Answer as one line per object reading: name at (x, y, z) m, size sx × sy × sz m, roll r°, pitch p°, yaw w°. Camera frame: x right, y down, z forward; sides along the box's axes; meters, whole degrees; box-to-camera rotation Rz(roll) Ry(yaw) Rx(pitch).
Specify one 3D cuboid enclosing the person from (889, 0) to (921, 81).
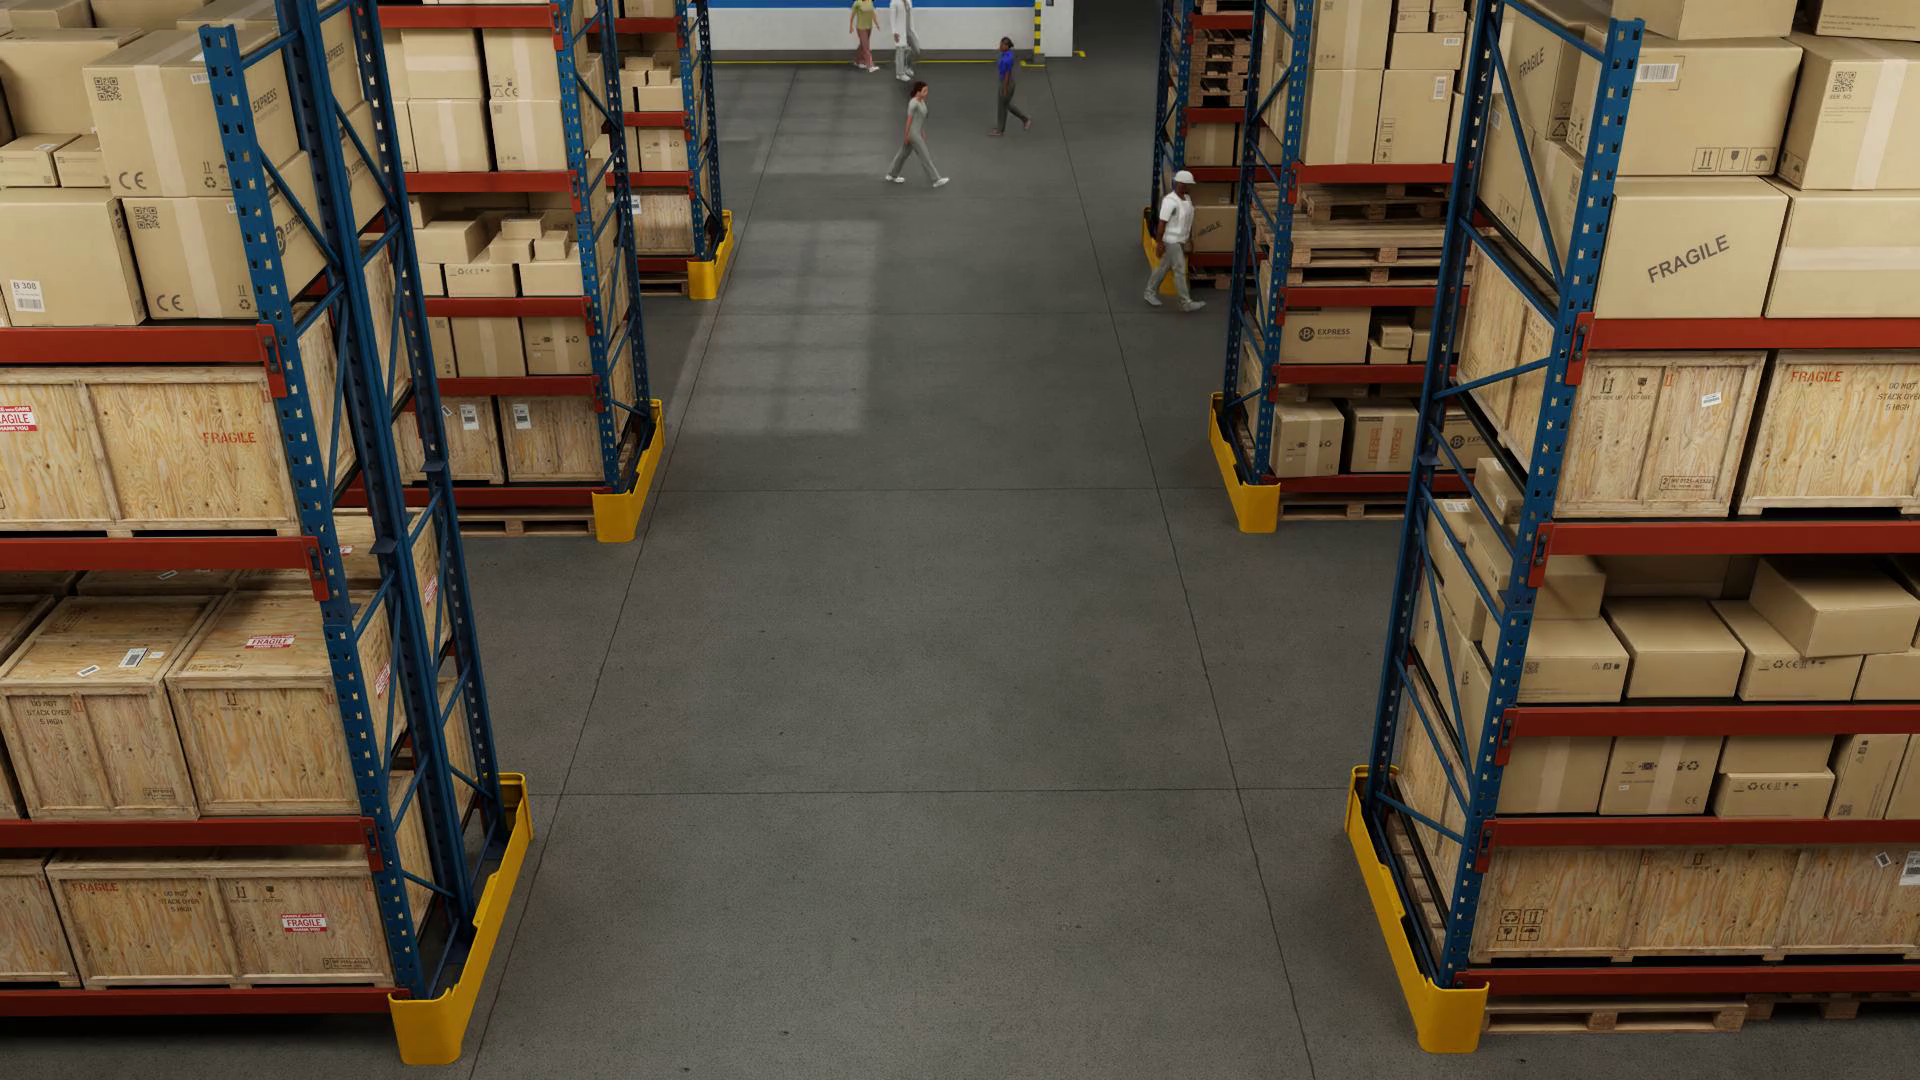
person at (-1.062, -9.764, 32.008) m, size 0.629 × 1.781 × 0.496 m, roll -24°, pitch 37°, yaw -37°

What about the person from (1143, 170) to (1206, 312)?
person at (2.777, -3.770, 20.915) m, size 0.906 × 1.734 × 0.609 m, roll 15°, pitch 32°, yaw 26°

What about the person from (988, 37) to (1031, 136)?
person at (0.845, -7.759, 28.429) m, size 0.717 × 1.655 × 0.476 m, roll 5°, pitch 29°, yaw 10°

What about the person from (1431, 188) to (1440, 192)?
person at (6.039, -3.869, 21.212) m, size 0.984 × 1.635 × 0.500 m, roll -3°, pitch 28°, yaw -5°

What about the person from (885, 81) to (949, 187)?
person at (-0.659, -6.302, 25.758) m, size 1.074 × 1.606 × 0.449 m, roll 6°, pitch 29°, yaw 11°

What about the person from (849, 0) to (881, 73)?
person at (-1.839, -10.062, 32.713) m, size 0.488 × 1.632 × 0.973 m, roll -22°, pitch 35°, yaw -35°
